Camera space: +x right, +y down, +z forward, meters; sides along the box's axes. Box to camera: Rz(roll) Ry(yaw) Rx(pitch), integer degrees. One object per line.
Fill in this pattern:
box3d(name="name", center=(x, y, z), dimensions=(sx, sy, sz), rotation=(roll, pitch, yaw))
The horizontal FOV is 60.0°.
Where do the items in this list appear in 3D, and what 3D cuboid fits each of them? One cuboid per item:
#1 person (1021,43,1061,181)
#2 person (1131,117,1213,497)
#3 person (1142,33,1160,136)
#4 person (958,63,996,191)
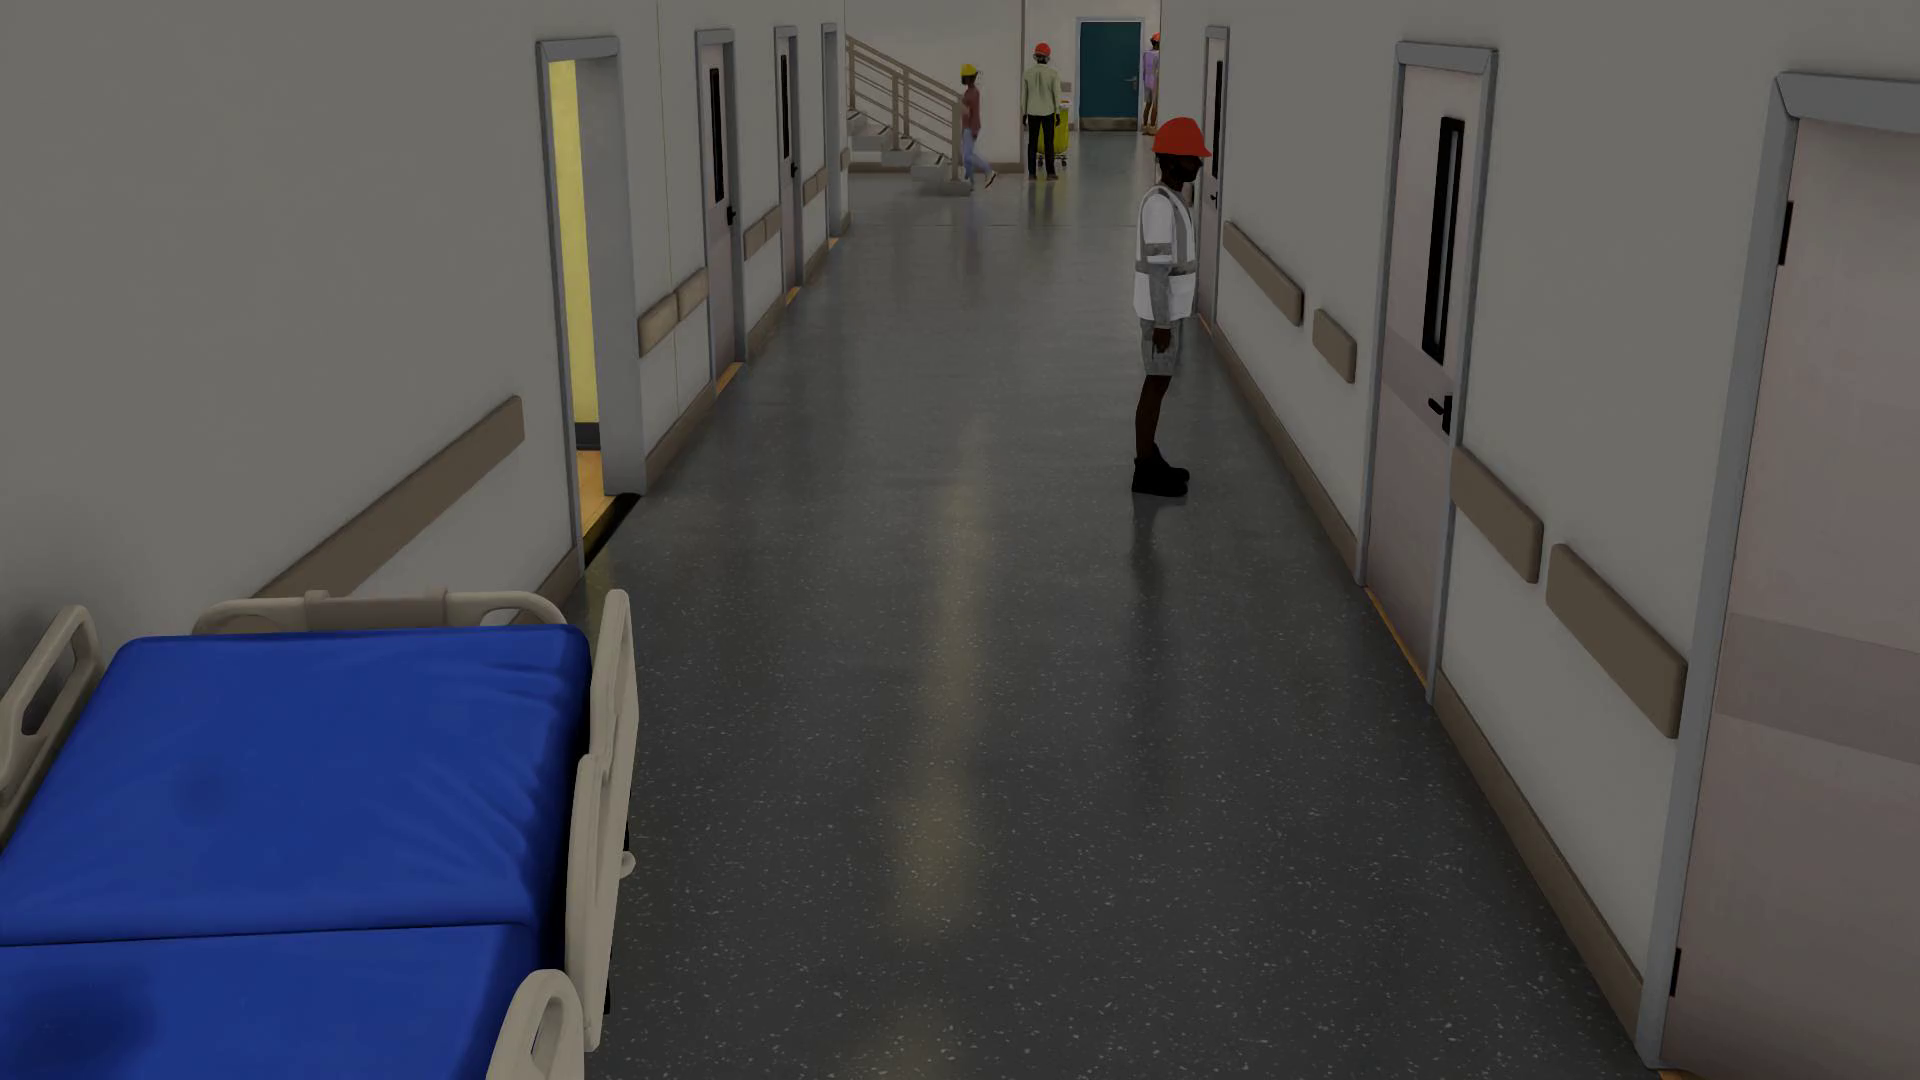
box3d(name="person", center=(1.215, -6.373, 24.796), dimensions=(0.611, 1.996, 0.387), rotation=(6, 19, 19))
box3d(name="person", center=(1.091, -1.200, 8.638), dimensions=(0.372, 1.934, 0.551), rotation=(4, 18, 11))
box3d(name="person", center=(3.956, -9.233, 33.741), dimensions=(0.407, 2.029, 0.612), rotation=(-11, 21, -32))
box3d(name="person", center=(0.186, -5.765, 23.279), dimensions=(0.495, 1.752, 0.530), rotation=(-3, 18, -10))
